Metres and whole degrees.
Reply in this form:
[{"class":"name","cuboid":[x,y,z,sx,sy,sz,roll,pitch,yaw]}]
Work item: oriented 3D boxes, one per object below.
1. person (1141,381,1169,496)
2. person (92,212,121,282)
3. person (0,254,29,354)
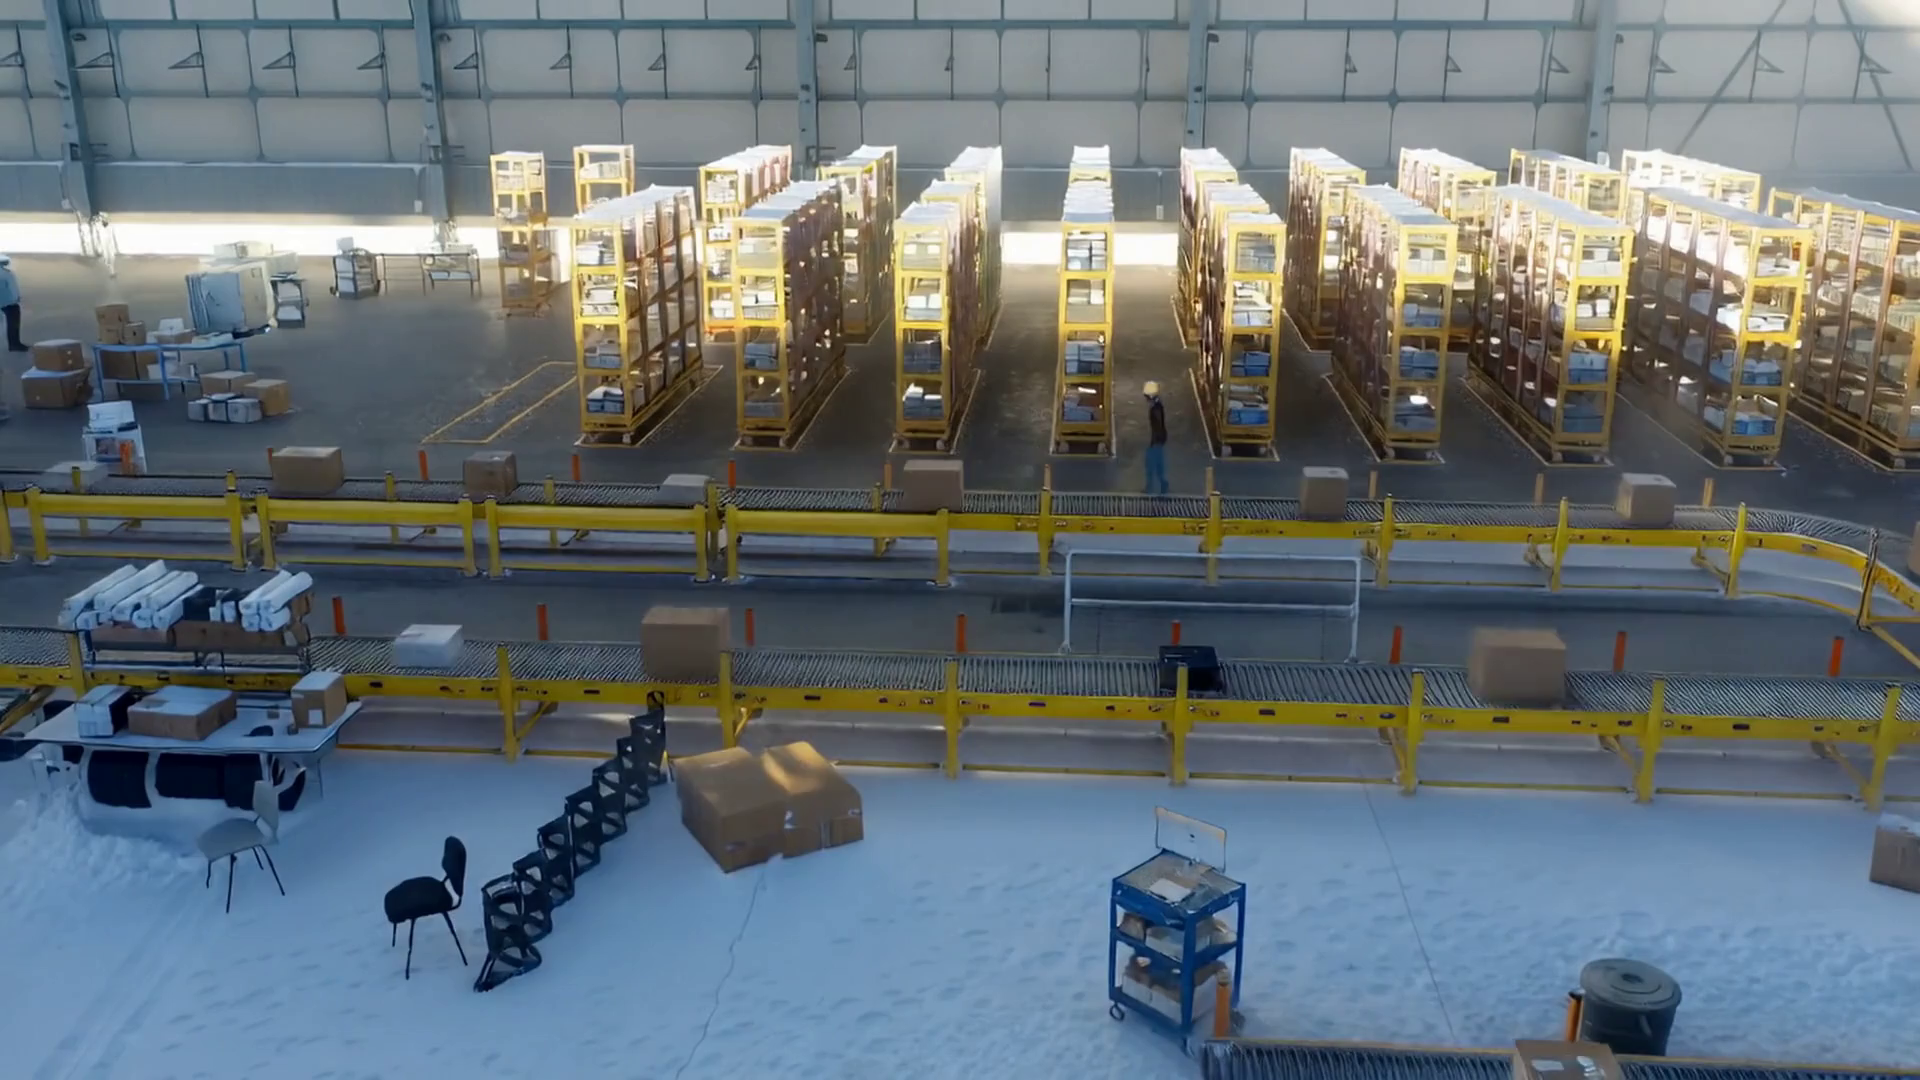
[{"class":"person","cuboid":[2.695,-1.363,23.047,0.540,1.725,0.571,4,18,12]},{"class":"person","cuboid":[-21.681,-7.465,42.386,0.547,1.735,0.597,11,21,31]},{"class":"person","cuboid":[-19.037,-4.733,33.409,0.768,1.953,0.392,12,21,33]}]
